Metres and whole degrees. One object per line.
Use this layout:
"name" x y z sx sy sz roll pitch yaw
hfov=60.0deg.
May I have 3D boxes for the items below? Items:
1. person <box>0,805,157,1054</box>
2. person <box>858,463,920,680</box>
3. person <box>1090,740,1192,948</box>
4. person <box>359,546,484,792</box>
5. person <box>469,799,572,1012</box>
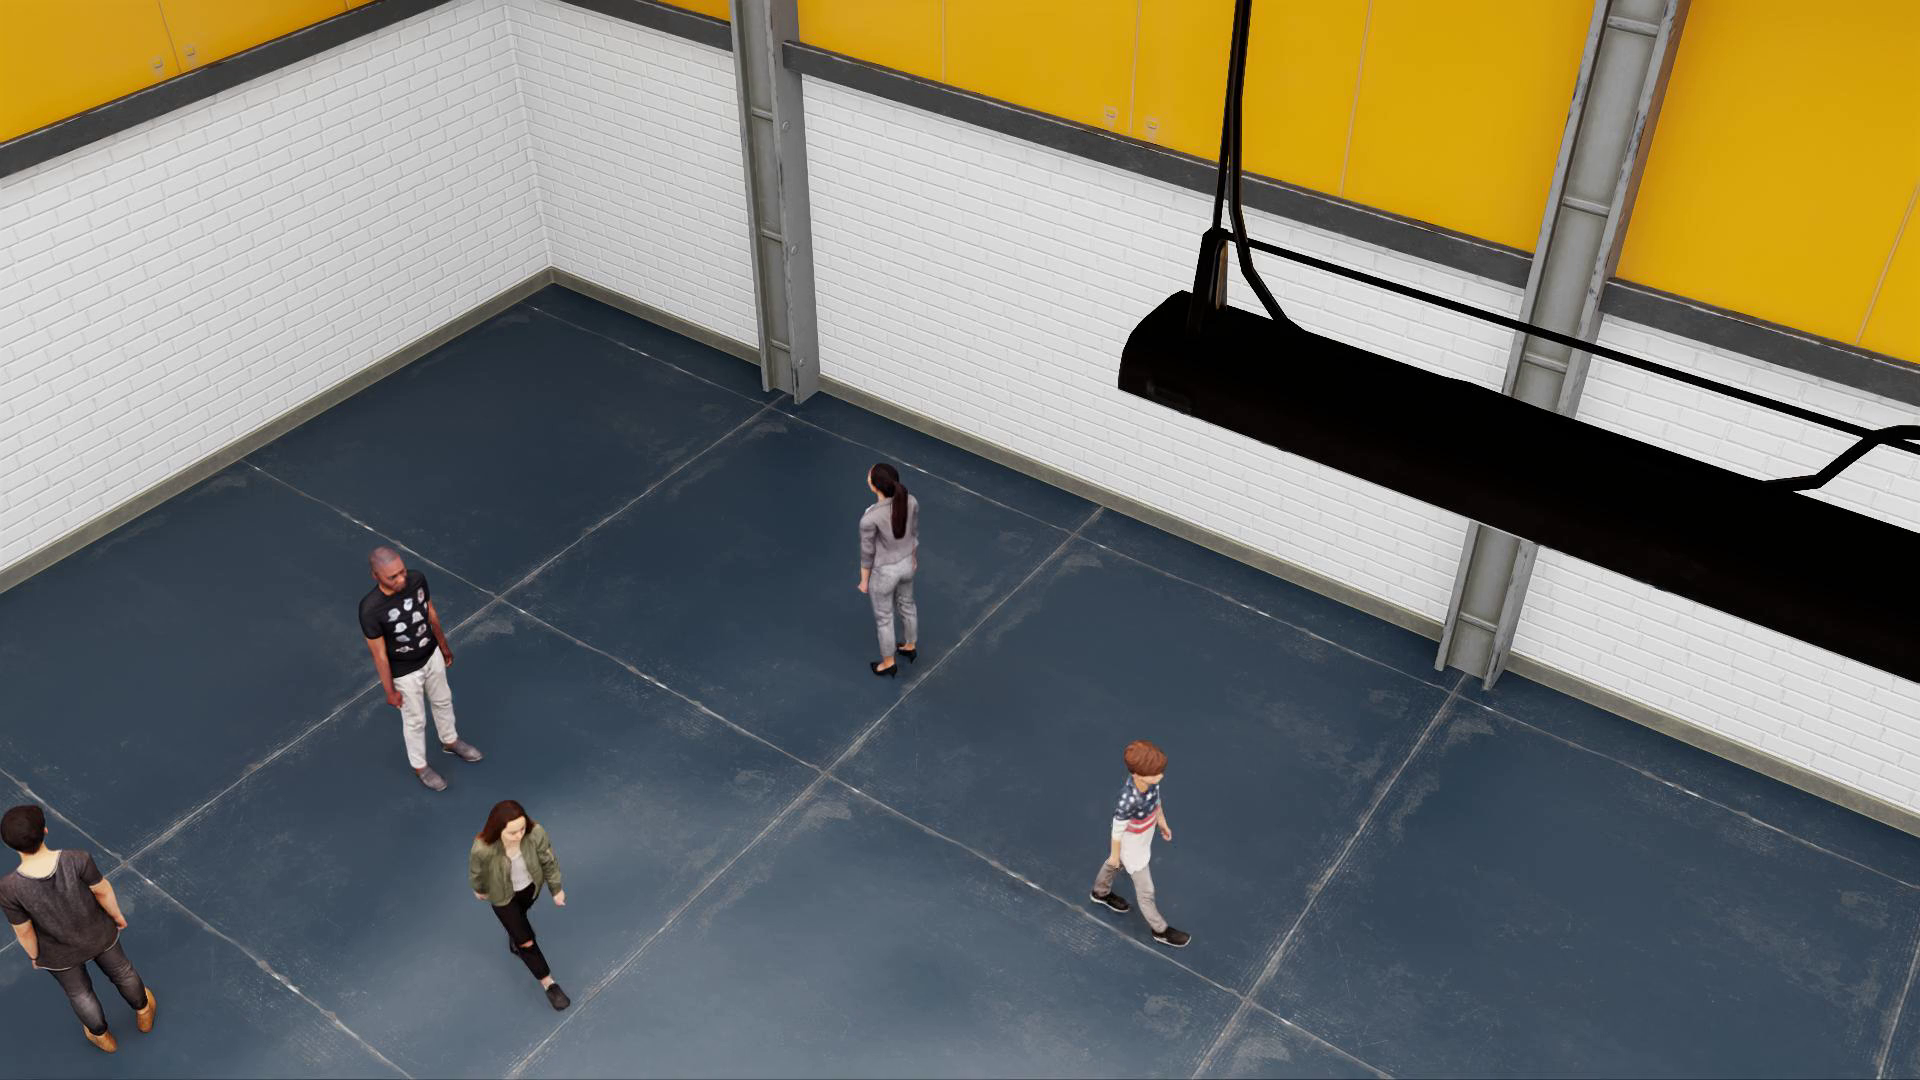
"person" -4.578 2.014 8.577 0.690 1.715 0.649 -26 45 -29
"person" -0.455 0.207 10.872 0.676 1.675 0.654 -28 46 -31
"person" 0.914 1.632 9.302 0.910 1.409 0.614 16 41 19
"person" -3.330 0.741 10.103 0.612 1.801 0.671 21 43 24
"person" -2.448 1.853 9.018 0.823 1.417 1.089 -20 43 -24
